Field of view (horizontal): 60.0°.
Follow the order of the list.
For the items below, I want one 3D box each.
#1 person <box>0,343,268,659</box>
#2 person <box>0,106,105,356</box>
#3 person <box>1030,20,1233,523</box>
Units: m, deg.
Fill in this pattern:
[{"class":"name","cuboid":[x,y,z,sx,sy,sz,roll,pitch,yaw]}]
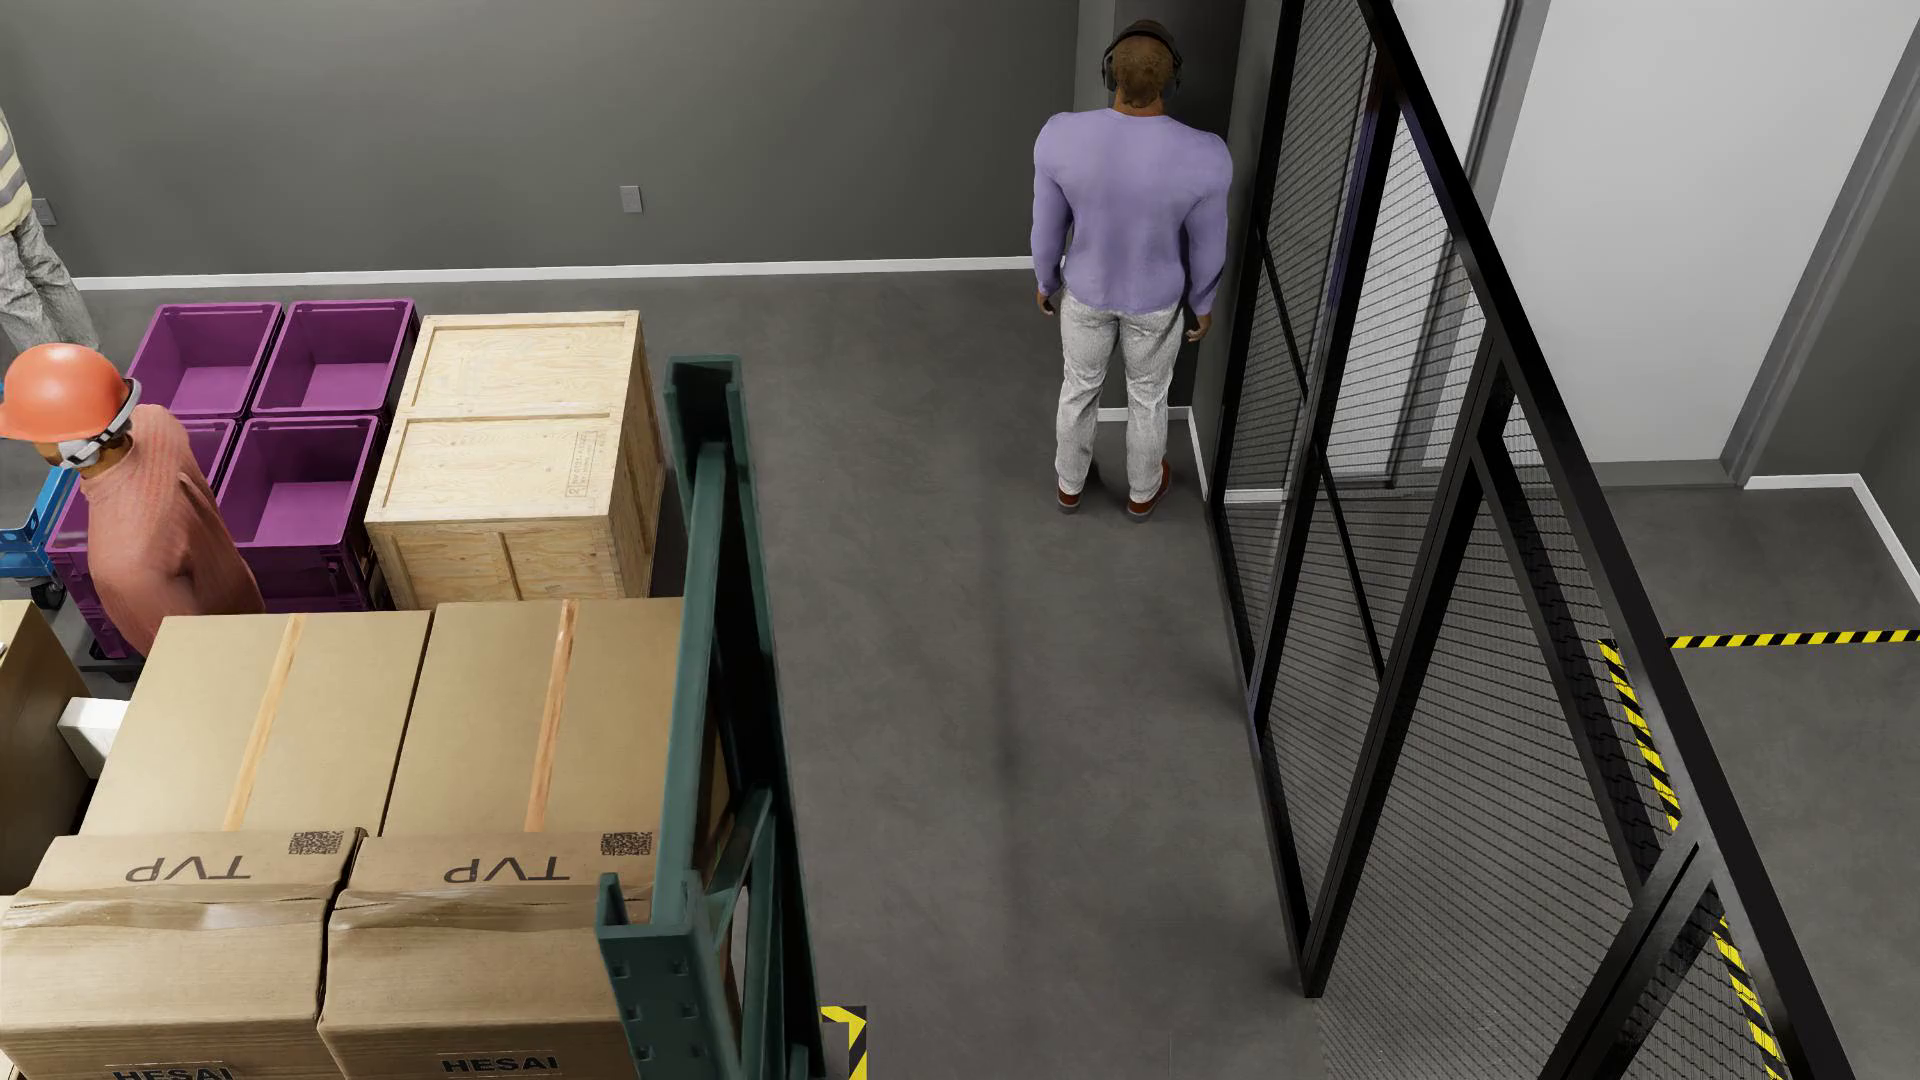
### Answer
[{"class":"person","cuboid":[-2.046,0.262,4.467,0.383,1.996,0.609,-11,47,-10]},{"class":"person","cuboid":[-3.538,-1.189,5.964,0.403,1.833,0.586,1,46,1]},{"class":"person","cuboid":[0.550,-0.836,5.555,0.635,1.937,0.361,10,47,9]}]
